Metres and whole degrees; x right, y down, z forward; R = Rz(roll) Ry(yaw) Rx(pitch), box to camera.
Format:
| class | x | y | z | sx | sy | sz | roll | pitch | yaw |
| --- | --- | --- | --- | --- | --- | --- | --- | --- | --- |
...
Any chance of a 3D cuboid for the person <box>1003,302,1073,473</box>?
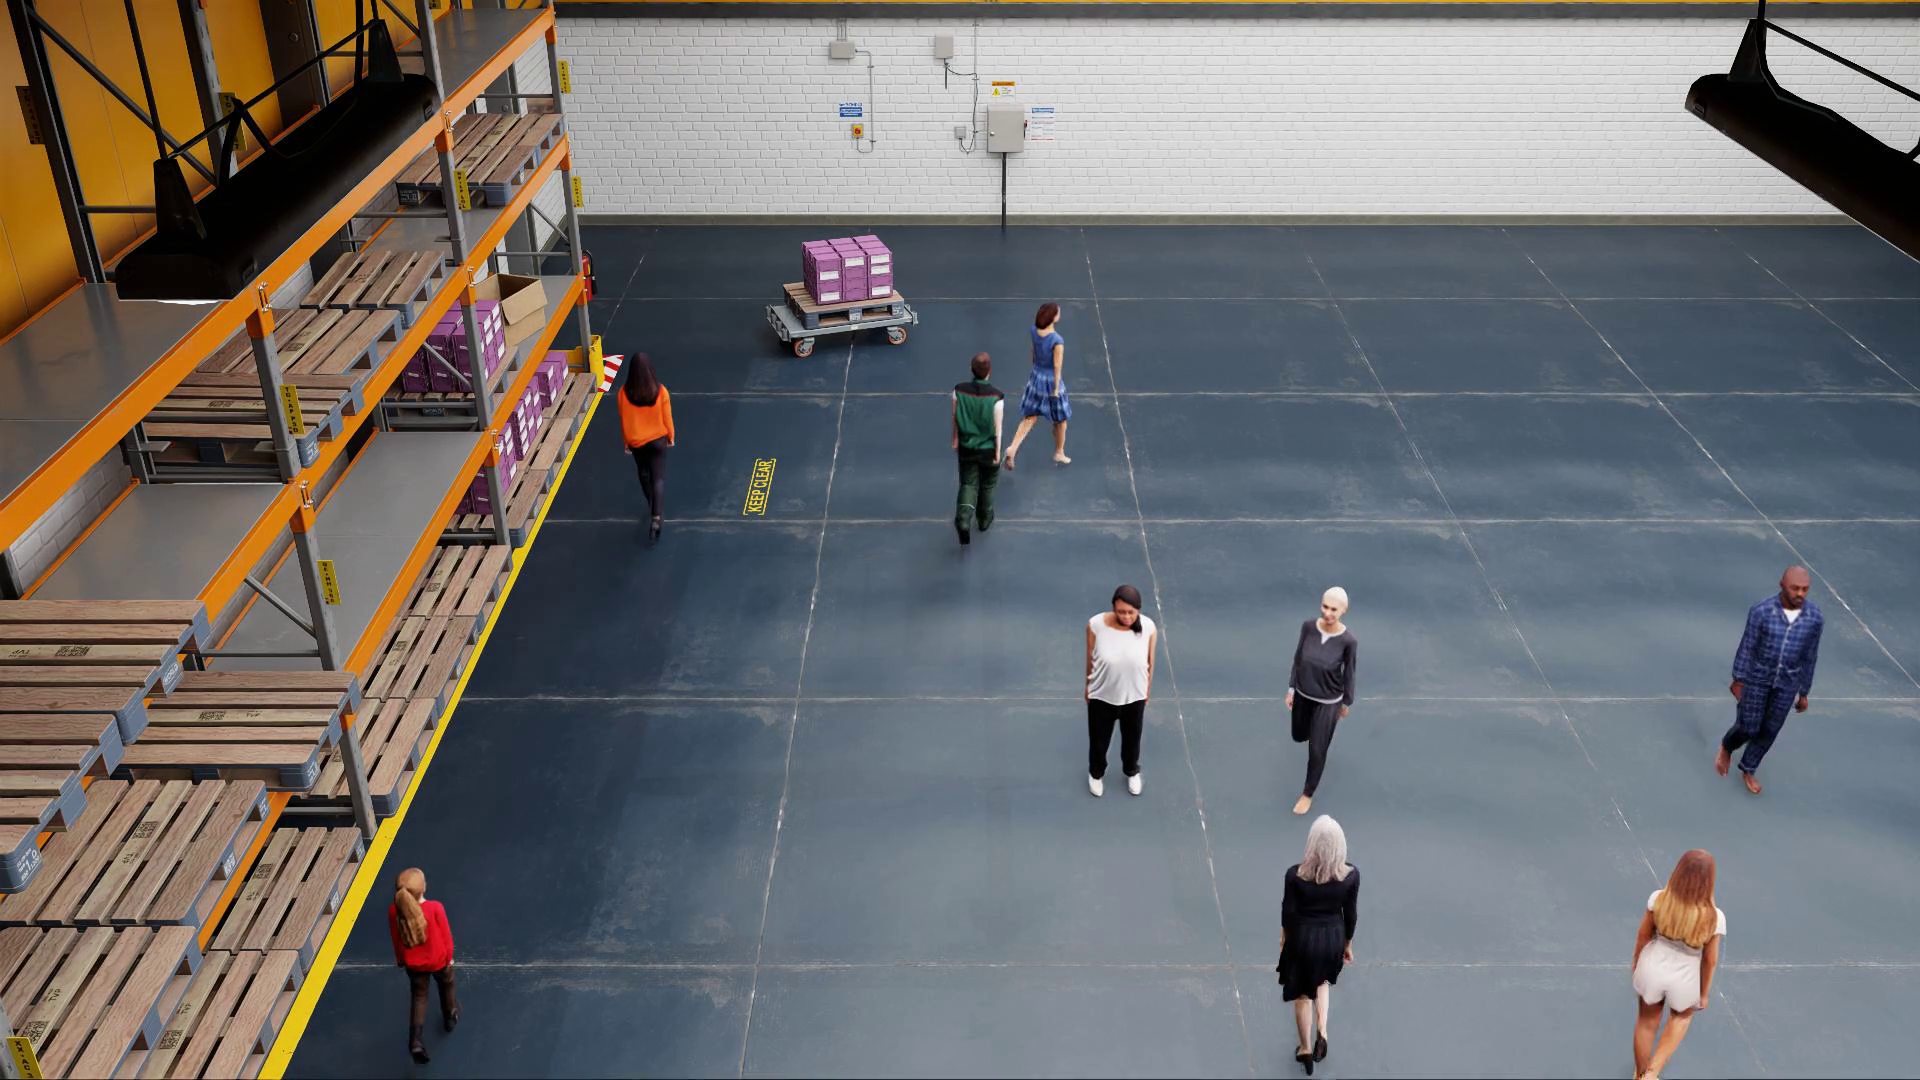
| class | x | y | z | sx | sy | sz | roll | pitch | yaw |
| --- | --- | --- | --- | --- | --- | --- | --- | --- | --- |
| person | 0.768 | -1.444 | 16.230 | 1.142 | 1.777 | 1.091 | -25 | 37 | -37 |

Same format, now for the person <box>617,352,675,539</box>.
| class | x | y | z | sx | sy | sz | roll | pitch | yaw |
| --- | --- | --- | --- | --- | --- | --- | --- | --- | --- |
| person | -2.853 | -0.833 | 15.183 | 0.656 | 1.706 | 1.098 | -1 | 29 | -1 |

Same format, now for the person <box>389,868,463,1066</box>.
| class | x | y | z | sx | sy | sz | roll | pitch | yaw |
| --- | --- | --- | --- | --- | --- | --- | --- | --- | --- |
| person | -3.102 | 2.452 | 9.618 | 0.497 | 1.268 | 0.814 | -1 | 29 | -1 |

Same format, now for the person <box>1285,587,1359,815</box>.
| class | x | y | z | sx | sy | sz | roll | pitch | yaw |
| --- | --- | --- | --- | --- | --- | --- | --- | --- | --- |
| person | 2.557 | 1.053 | 11.728 | 0.956 | 1.704 | 1.055 | 20 | 35 | 32 |

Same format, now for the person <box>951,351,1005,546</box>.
| class | x | y | z | sx | sy | sz | roll | pitch | yaw |
| --- | --- | --- | --- | --- | --- | --- | --- | --- | --- |
| person | 0.142 | -0.813 | 15.022 | 0.840 | 1.825 | 1.116 | 8 | 30 | 15 |

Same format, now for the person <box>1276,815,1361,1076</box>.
| class | x | y | z | sx | sy | sz | roll | pitch | yaw |
| --- | --- | --- | --- | --- | --- | --- | --- | --- | --- |
| person | 2.003 | 2.344 | 9.327 | 0.598 | 1.738 | 0.716 | -1 | 29 | -3 |

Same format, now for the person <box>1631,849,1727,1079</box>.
| class | x | y | z | sx | sy | sz | roll | pitch | yaw |
| --- | --- | --- | --- | --- | --- | --- | --- | --- | --- |
| person | 3.895 | 2.454 | 9.175 | 0.716 | 1.690 | 0.764 | 18 | 33 | 29 |

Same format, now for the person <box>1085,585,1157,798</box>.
| class | x | y | z | sx | sy | sz | roll | pitch | yaw |
| --- | --- | --- | --- | --- | --- | --- | --- | --- | --- |
| person | 1.119 | 1.052 | 11.750 | 0.650 | 1.685 | 0.607 | 1 | 29 | 3 |

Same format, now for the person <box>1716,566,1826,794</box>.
| class | x | y | z | sx | sy | sz | roll | pitch | yaw |
| --- | --- | --- | --- | --- | --- | --- | --- | --- | --- |
| person | 5.737 | 0.940 | 11.829 | 0.687 | 1.806 | 0.694 | 3 | 29 | 5 |
